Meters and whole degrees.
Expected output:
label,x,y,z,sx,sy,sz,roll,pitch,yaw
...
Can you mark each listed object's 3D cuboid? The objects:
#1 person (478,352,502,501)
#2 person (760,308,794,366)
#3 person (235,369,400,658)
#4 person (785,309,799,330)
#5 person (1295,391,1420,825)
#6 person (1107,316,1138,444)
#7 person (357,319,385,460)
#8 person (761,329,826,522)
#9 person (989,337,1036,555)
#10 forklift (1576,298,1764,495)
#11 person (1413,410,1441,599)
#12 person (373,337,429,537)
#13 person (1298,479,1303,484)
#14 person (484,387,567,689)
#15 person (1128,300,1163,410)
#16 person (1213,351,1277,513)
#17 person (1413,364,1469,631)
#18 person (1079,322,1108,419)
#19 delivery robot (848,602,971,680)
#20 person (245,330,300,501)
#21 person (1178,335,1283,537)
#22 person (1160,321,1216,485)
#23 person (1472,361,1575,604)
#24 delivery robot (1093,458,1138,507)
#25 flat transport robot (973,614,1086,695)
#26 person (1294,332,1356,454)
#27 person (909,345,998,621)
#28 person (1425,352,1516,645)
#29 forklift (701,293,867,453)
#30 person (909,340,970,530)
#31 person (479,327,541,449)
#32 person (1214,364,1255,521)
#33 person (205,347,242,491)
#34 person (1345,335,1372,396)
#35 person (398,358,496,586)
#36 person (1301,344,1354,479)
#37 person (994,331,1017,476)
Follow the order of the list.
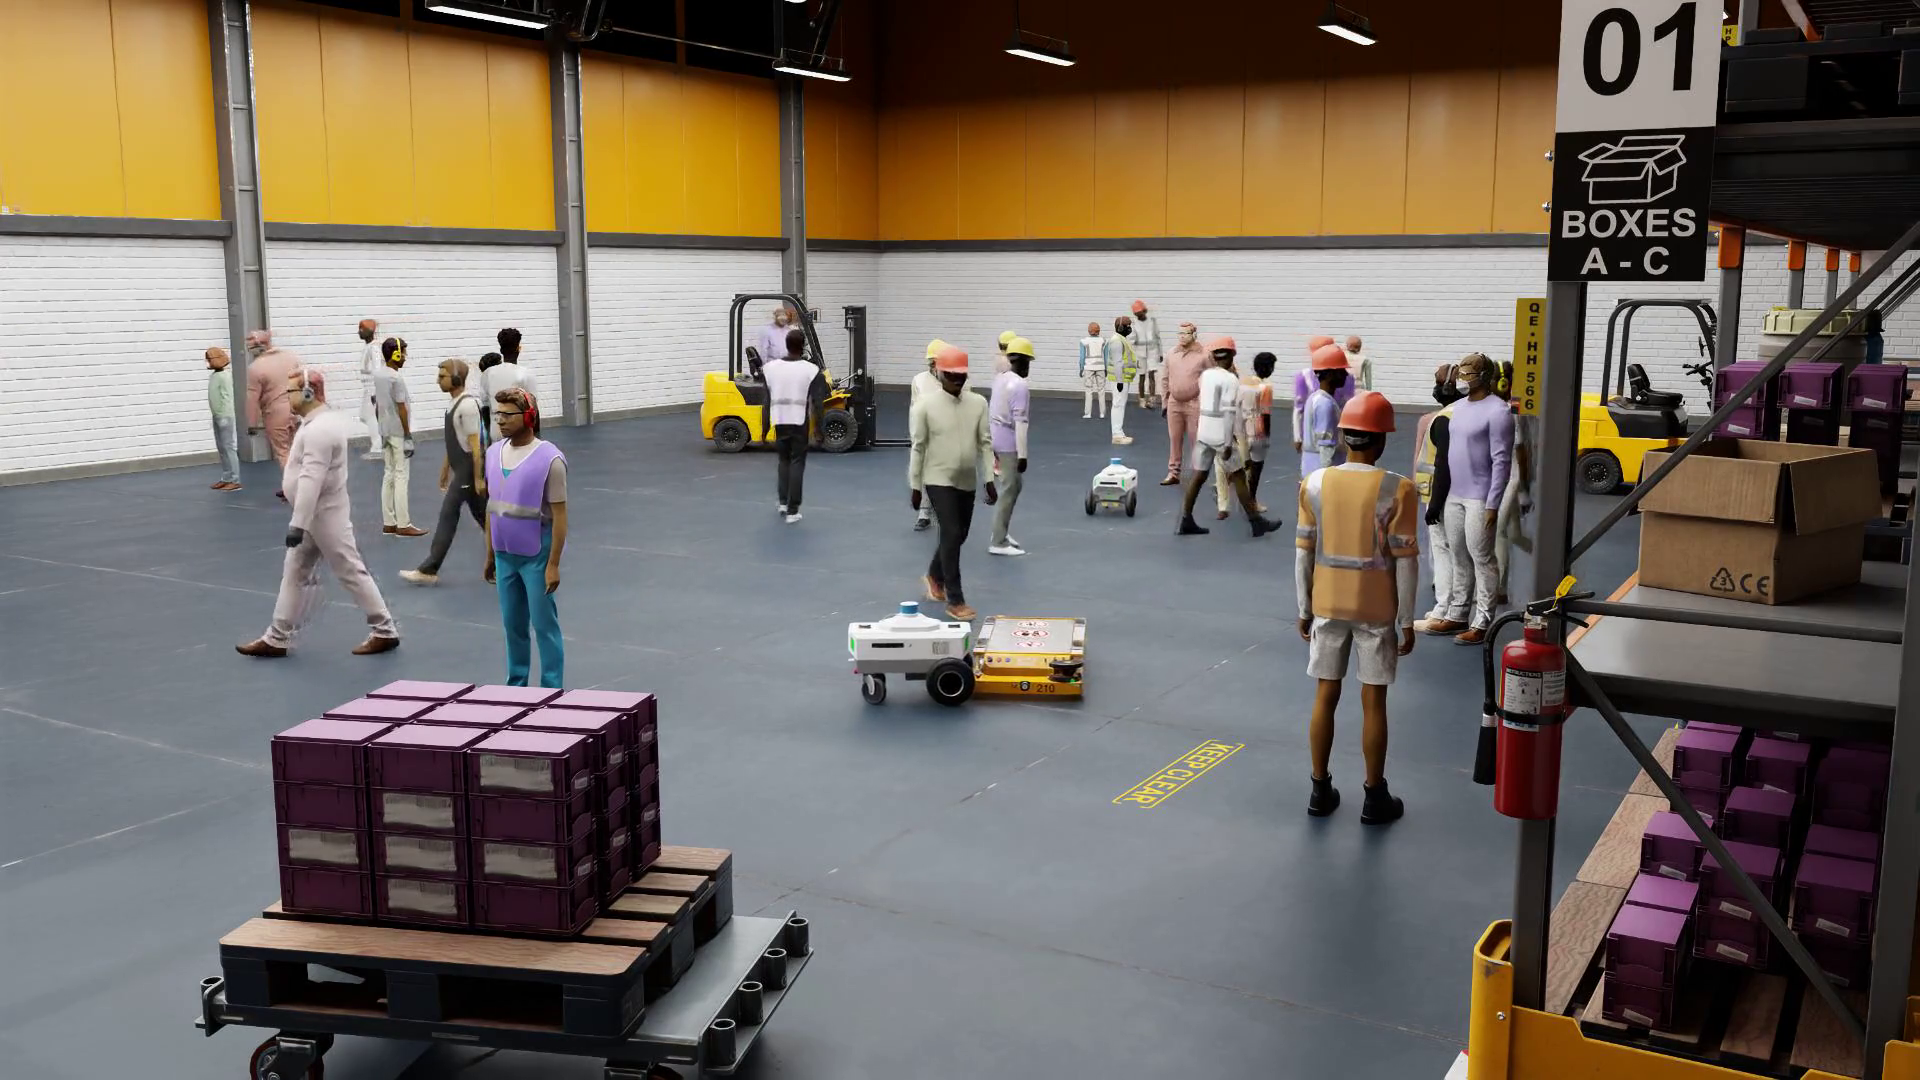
label,x,y,z,sx,sy,sz,roll,pitch,yaw
person,-4.516,-0.972,16.154,0.318,1.699,0.535,-2,9,-11
person,-3.094,-3.014,28.314,0.650,1.885,0.791,-4,10,-24
person,-4.094,-0.158,10.582,0.995,1.854,0.655,-4,10,-24
person,-2.971,-3.200,29.636,0.938,1.848,0.579,-8,12,-43
person,1.787,0.300,7.472,0.551,1.934,0.372,6,11,31
person,2.348,-2.311,24.062,0.429,1.842,0.633,2,9,10
person,-7.753,-1.995,22.008,0.464,1.866,0.602,-5,10,-28
person,-1.644,-1.138,16.546,0.630,1.897,0.548,2,9,12
person,0.447,-0.831,14.646,0.482,1.903,0.613,-4,10,-21
forklift,7.954,-1.589,18.462,2.313,2.155,1.214,5,11,30
person,3.703,-0.432,12.656,0.524,1.732,0.834,5,11,30
person,-5.262,-0.959,15.561,0.510,1.865,0.329,8,12,42
person,4.204,-1.443,19.365,0.580,1.611,0.513,7,12,38
person,-2.356,0.092,9.048,0.566,1.846,0.389,5,11,31
person,3.344,-3.314,29.923,0.688,1.972,0.865,0,9,-3
person,2.937,-1.084,16.916,0.540,1.670,0.565,-4,10,-22
person,3.342,-0.284,11.419,0.429,1.844,0.623,6,11,33
person,2.263,-2.862,28.126,0.515,1.641,0.315,-1,9,-8
delivery robot,-0.293,0.600,9.606,0.707,0.478,0.477,0,9,-2
person,-7.346,-1.321,17.832,0.617,1.858,0.727,3,10,19
person,2.499,-0.953,15.487,0.841,1.885,0.668,-4,10,-22
person,2.605,-1.562,19.190,0.651,1.907,0.409,6,11,32
person,4.185,-0.410,12.283,0.733,1.832,0.537,2,9,10
delivery robot,1.597,-0.593,17.056,0.477,0.478,0.707,3,10,17
flat transport robot,0.441,0.686,10.245,0.652,0.197,1.431,1,9,5
person,3.434,-0.994,15.615,0.588,1.911,0.473,0,9,-2
person,-0.097,-0.444,12.076,0.600,1.960,0.932,-6,11,-31
person,3.403,-0.274,11.051,0.373,1.940,0.628,-3,10,-17
forklift,-2.458,-2.344,23.176,2.313,2.155,1.214,0,9,-2
person,-0.201,-0.992,15.859,0.602,1.830,0.404,2,9,12
person,-4.087,-0.960,15.241,0.613,1.965,0.361,4,10,22
person,2.728,-1.015,16.680,0.536,1.613,0.573,4,10,26
person,-8.377,-1.368,18.846,0.279,1.628,0.513,-8,12,-42
person,5.320,-1.968,22.600,0.538,1.621,0.503,1,9,7
person,-3.960,-0.545,13.205,0.987,1.791,0.538,-4,10,-24
person,2.677,-0.453,12.160,0.350,1.942,0.545,1,9,4
person,0.560,-1.654,20.206,0.329,1.765,0.533,-1,9,-4
